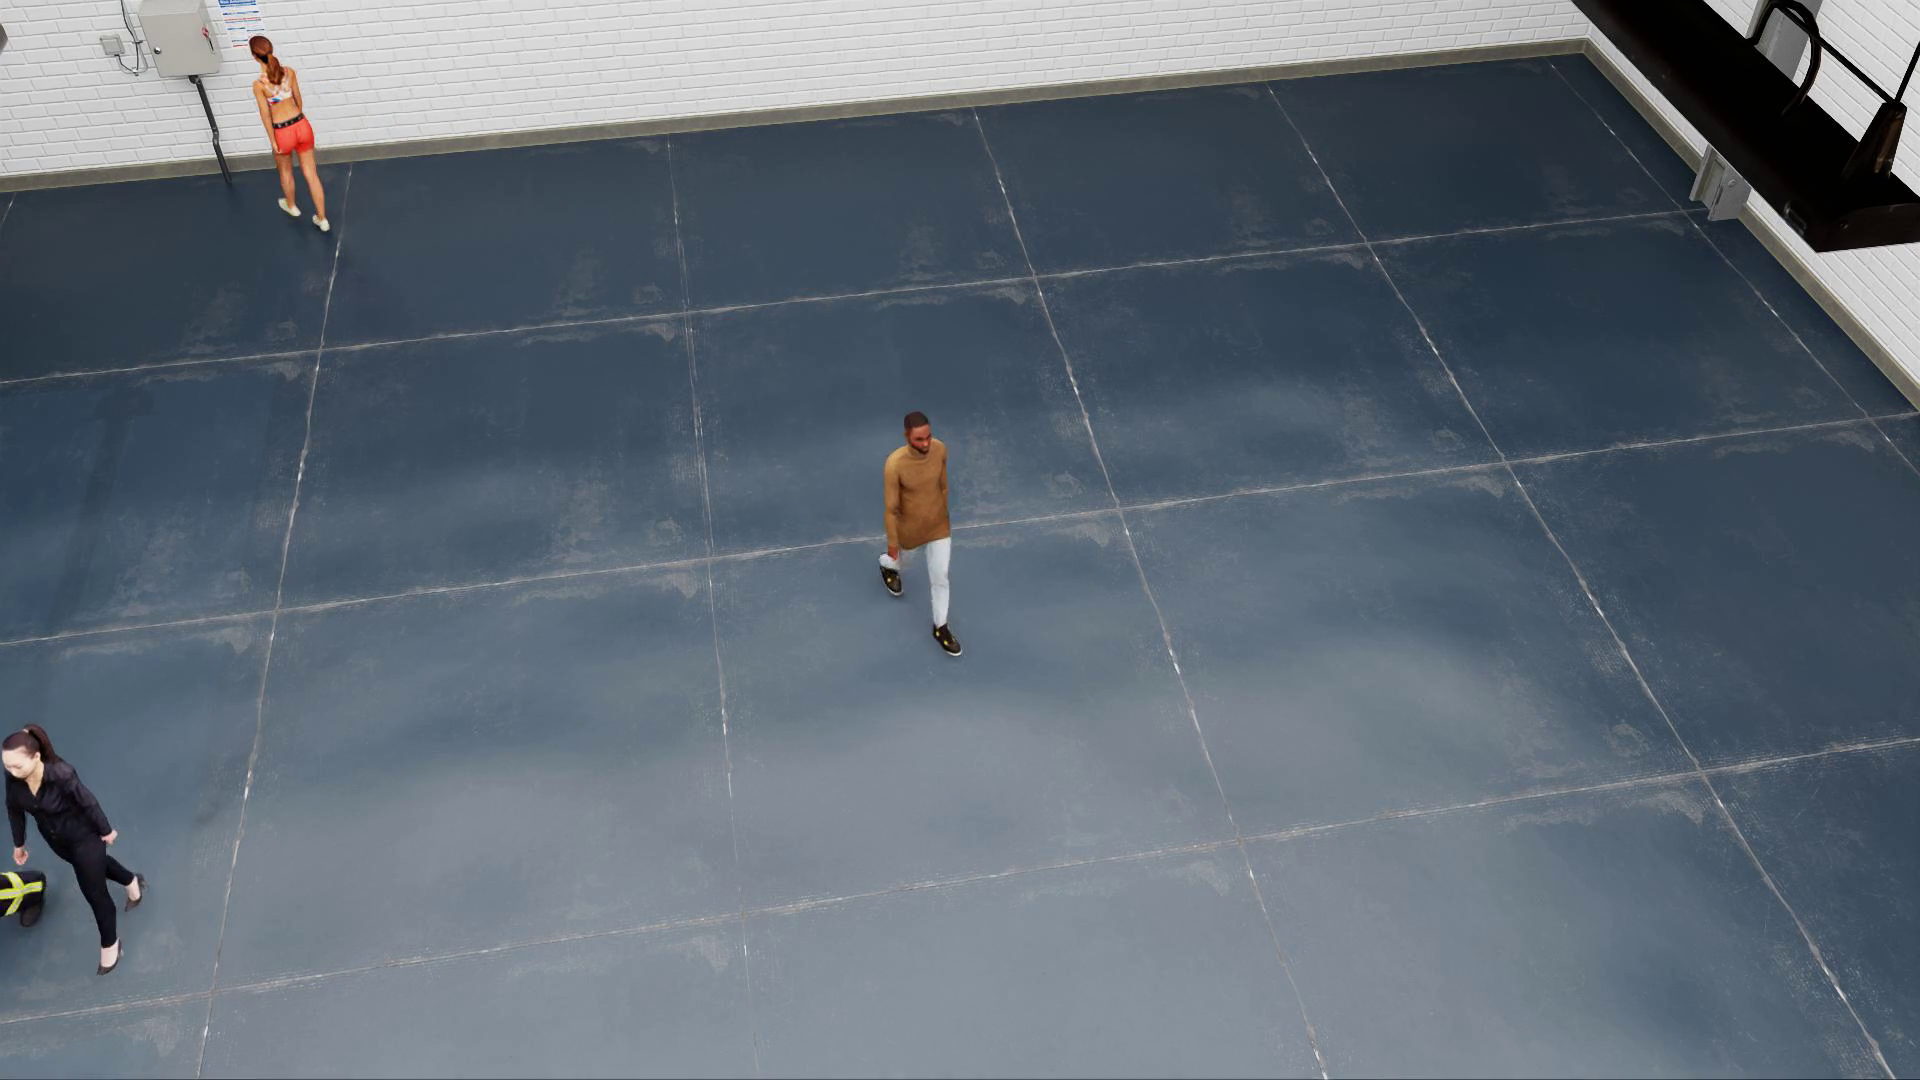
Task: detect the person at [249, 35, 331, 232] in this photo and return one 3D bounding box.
[{"bbox_3d":[-5.695,-3.451,14.274,0.852,1.771,0.975,-33,53,-30],"label":"person"}]

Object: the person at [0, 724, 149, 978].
[{"bbox_3d":[-4.812,1.565,9.070,0.792,1.687,0.955,8,44,8],"label":"person"}]

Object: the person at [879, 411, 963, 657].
[{"bbox_3d":[-0.310,-0.135,10.785,0.951,1.782,1.283,-22,48,-22],"label":"person"}]
